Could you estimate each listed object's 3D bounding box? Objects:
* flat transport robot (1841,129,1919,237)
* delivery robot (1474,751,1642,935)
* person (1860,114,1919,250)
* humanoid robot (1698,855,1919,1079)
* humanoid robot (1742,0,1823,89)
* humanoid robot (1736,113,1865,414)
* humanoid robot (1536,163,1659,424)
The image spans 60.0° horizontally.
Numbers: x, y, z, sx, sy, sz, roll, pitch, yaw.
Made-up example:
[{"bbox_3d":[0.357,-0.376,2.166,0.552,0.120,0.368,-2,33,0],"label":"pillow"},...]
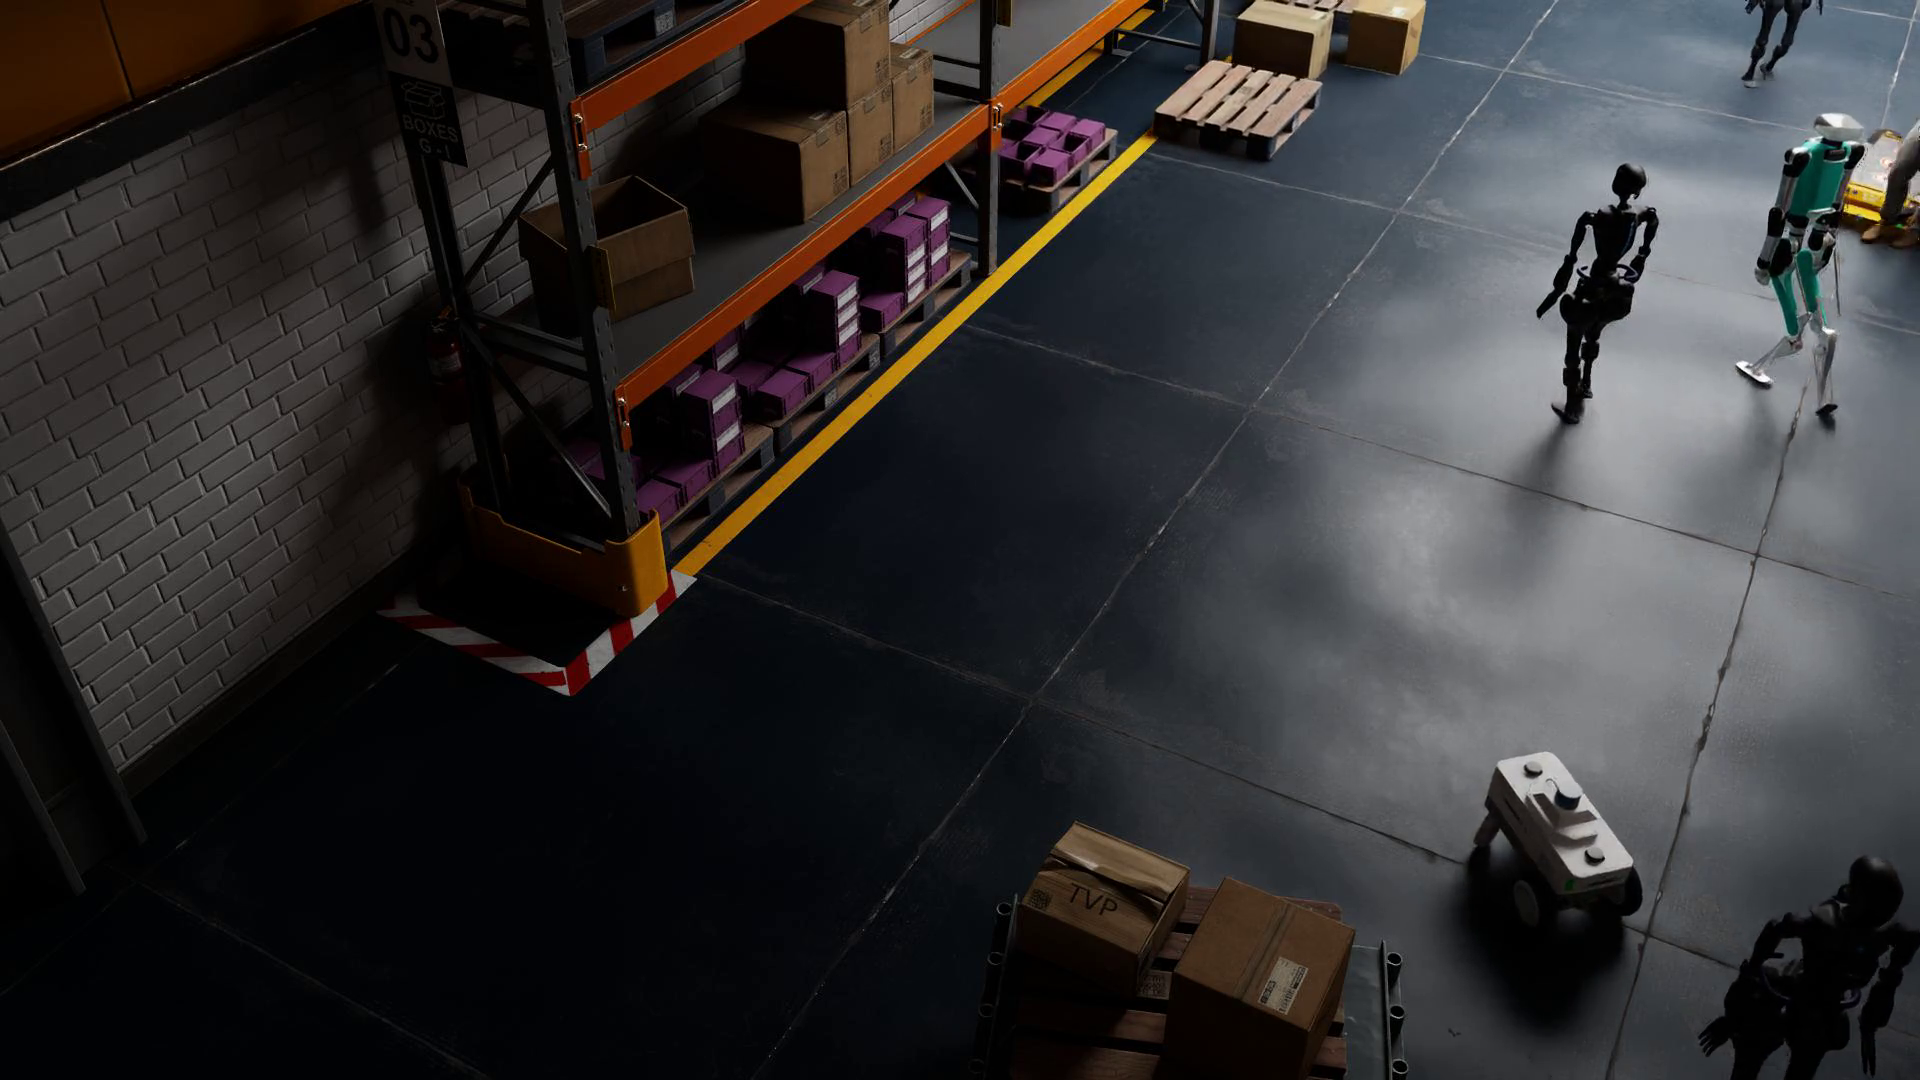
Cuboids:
[{"bbox_3d":[7.057,-2.720,12.620,0.659,0.231,1.431,28,46,30],"label":"flat transport robot"},{"bbox_3d":[2.628,1.326,7.334,0.523,0.596,0.767,-9,40,-11],"label":"delivery robot"},{"bbox_3d":[6.800,-2.812,11.472,0.577,1.848,0.611,-14,41,-17],"label":"person"},{"bbox_3d":[3.002,1.712,5.954,0.600,1.651,0.329,3,39,4],"label":"humanoid robot"},{"bbox_3d":[6.889,-4.579,13.844,0.616,1.665,0.425,1,39,1],"label":"humanoid robot"},{"bbox_3d":[5.229,-1.576,10.074,0.558,1.849,0.858,-13,41,-16],"label":"humanoid robot"},{"bbox_3d":[3.790,-1.476,9.939,0.603,1.653,0.387,-7,39,-9],"label":"humanoid robot"}]
